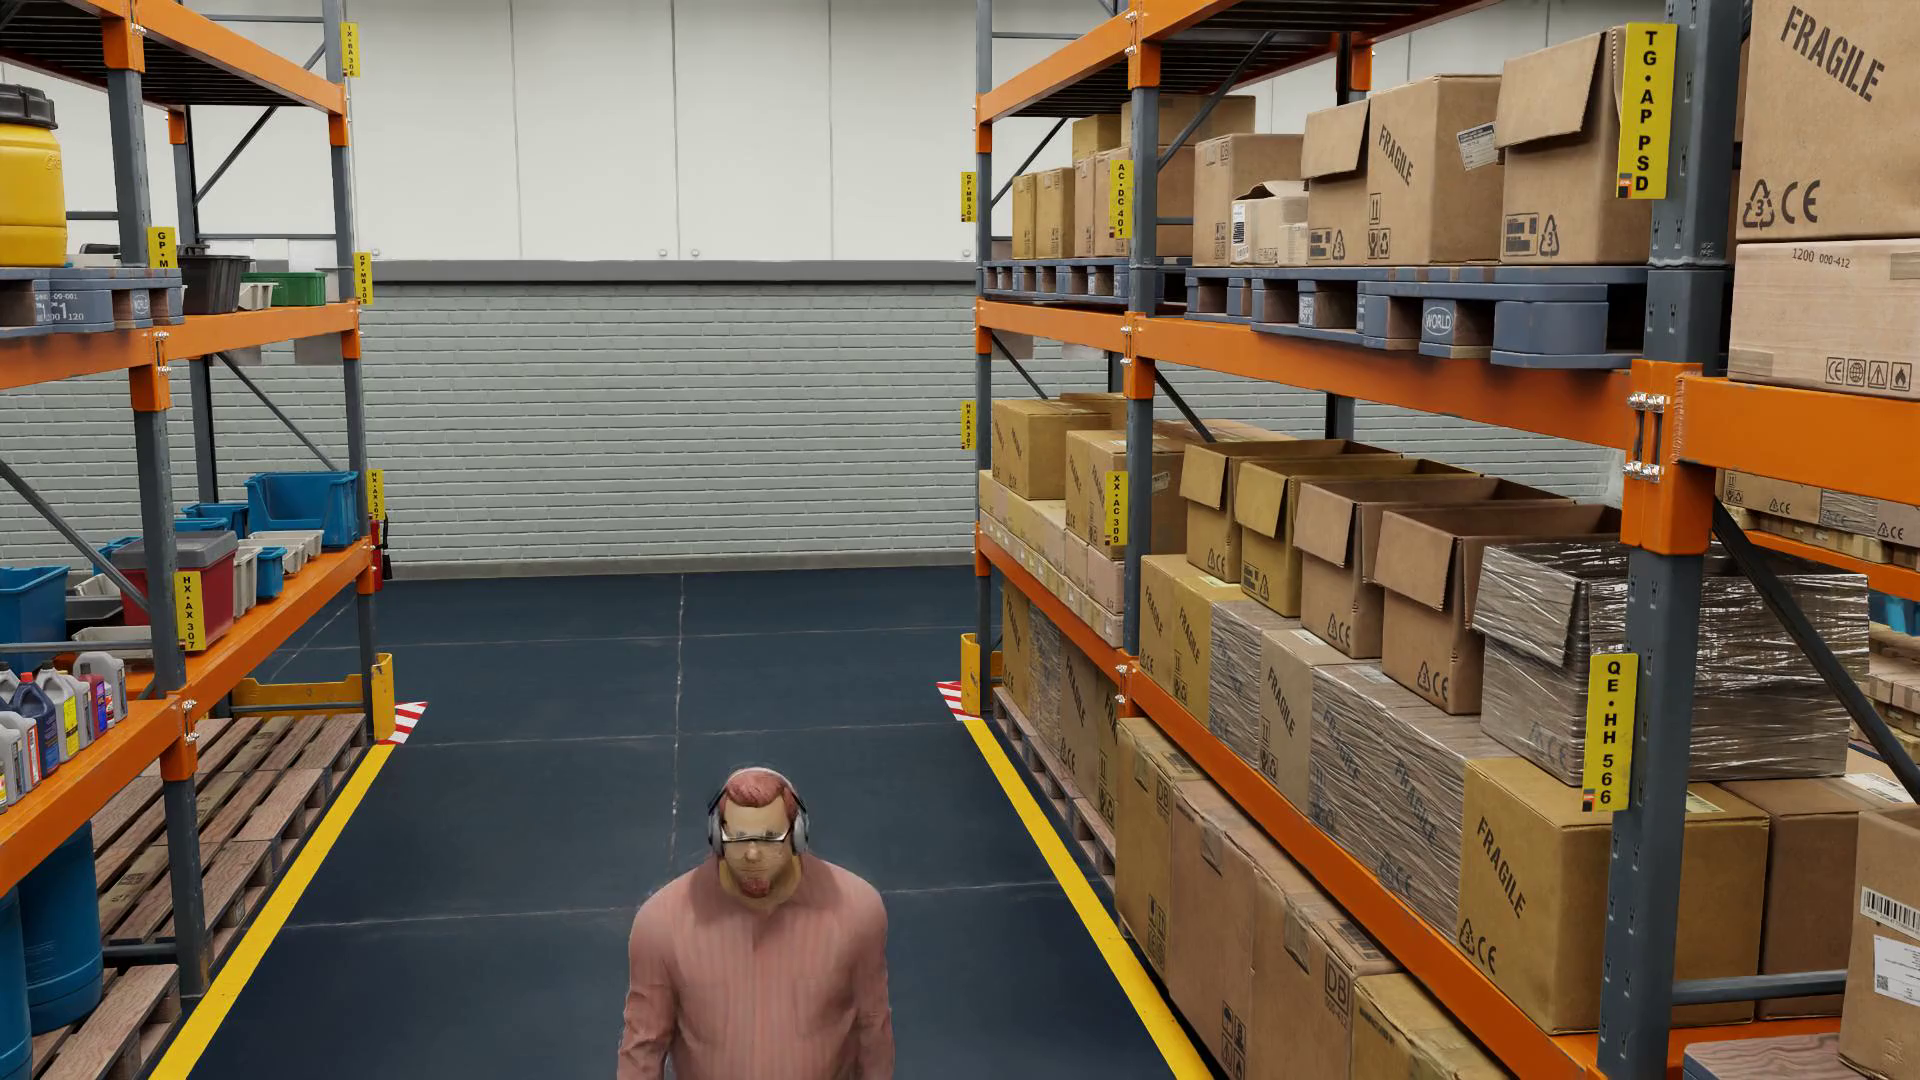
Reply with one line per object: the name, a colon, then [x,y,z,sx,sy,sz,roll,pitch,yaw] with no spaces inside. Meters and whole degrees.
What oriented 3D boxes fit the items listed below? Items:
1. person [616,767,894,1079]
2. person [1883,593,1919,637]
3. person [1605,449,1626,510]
person: [-0.494,1.463,4.058,0.676,1.850,1.008,-1,9,-5]
person: [7.113,0.146,12.325,0.616,1.814,0.665,4,10,22]
person: [6.132,-0.337,15.033,0.968,1.887,0.638,3,10,20]
